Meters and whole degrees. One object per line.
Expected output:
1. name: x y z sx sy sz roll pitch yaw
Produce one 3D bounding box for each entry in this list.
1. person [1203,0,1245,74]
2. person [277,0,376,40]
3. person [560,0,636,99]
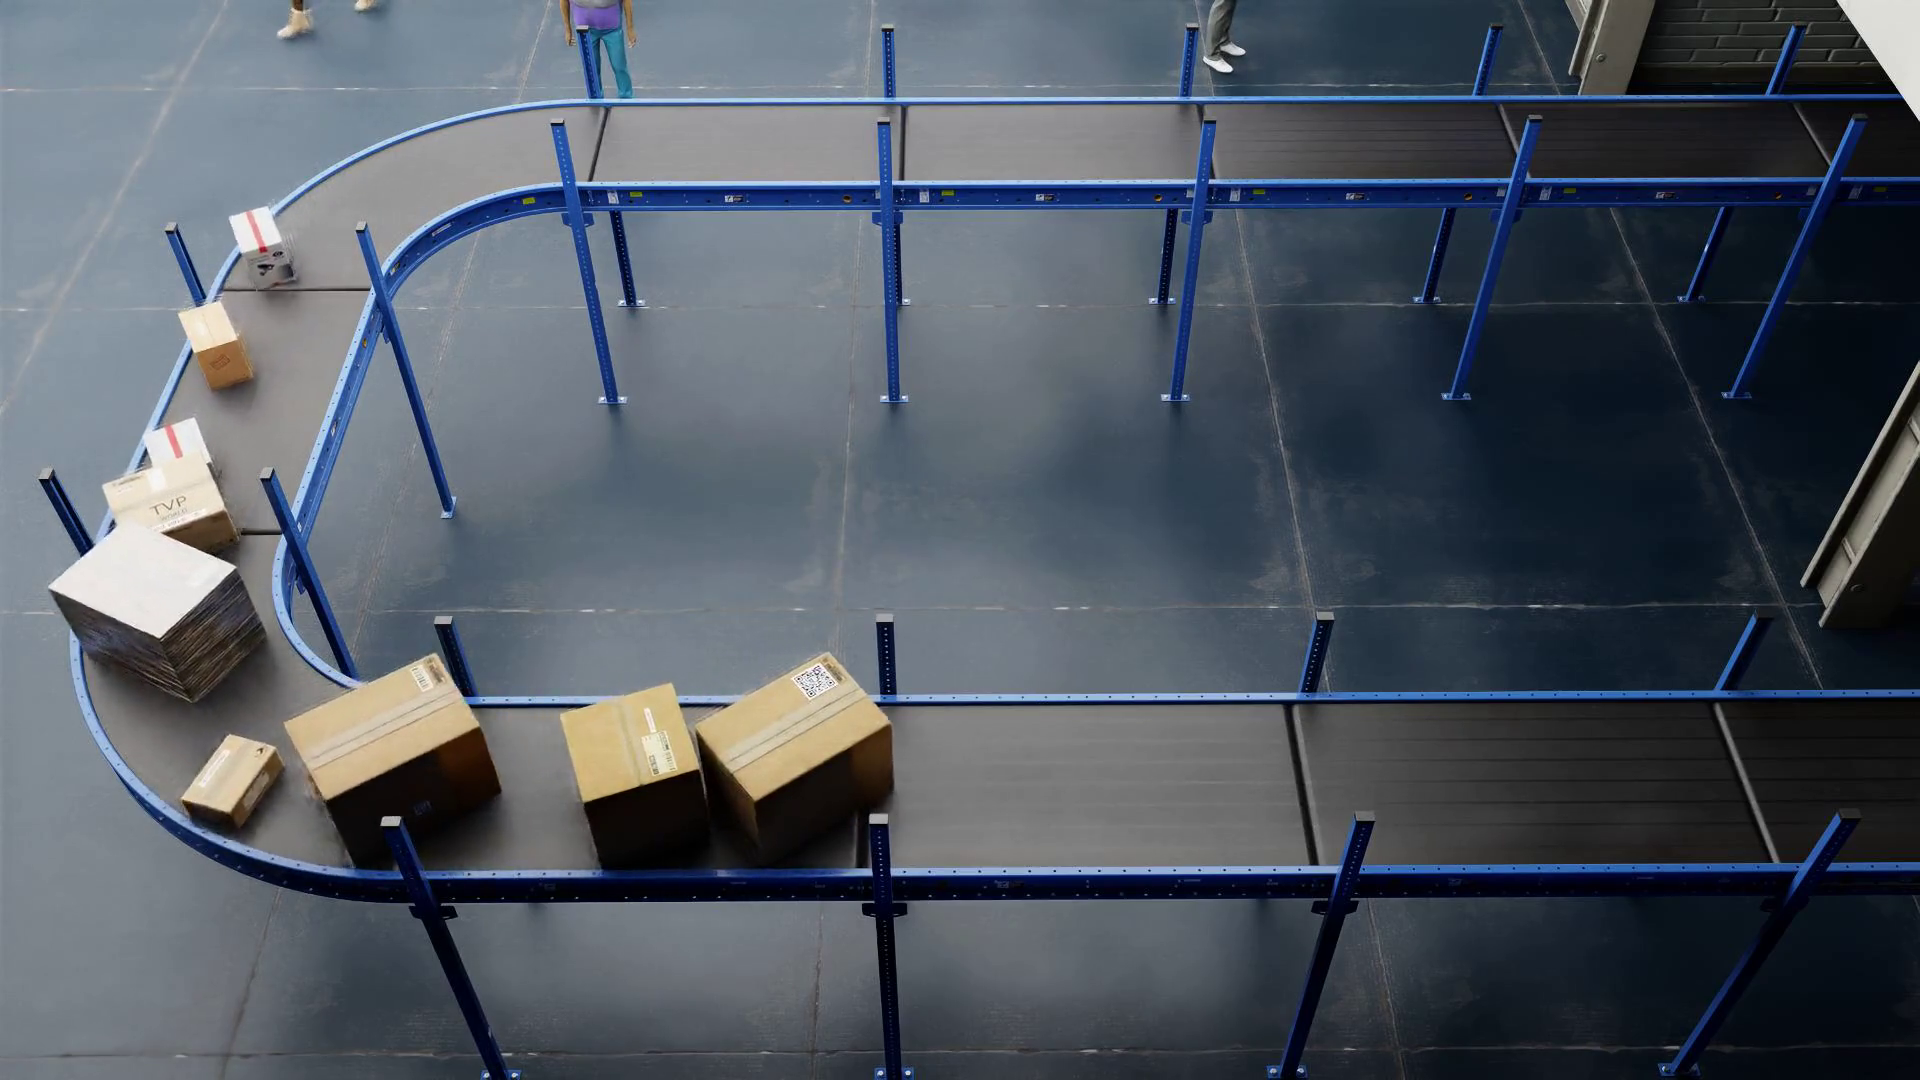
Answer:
1. person: 2.357 -4.917 14.552 0.385 1.922 0.594 21 50 18
2. person: -5.697 -5.431 14.995 0.612 1.994 1.037 33 55 27
3. person: -2.916 -4.159 13.902 0.572 1.835 0.393 -1 47 -1
